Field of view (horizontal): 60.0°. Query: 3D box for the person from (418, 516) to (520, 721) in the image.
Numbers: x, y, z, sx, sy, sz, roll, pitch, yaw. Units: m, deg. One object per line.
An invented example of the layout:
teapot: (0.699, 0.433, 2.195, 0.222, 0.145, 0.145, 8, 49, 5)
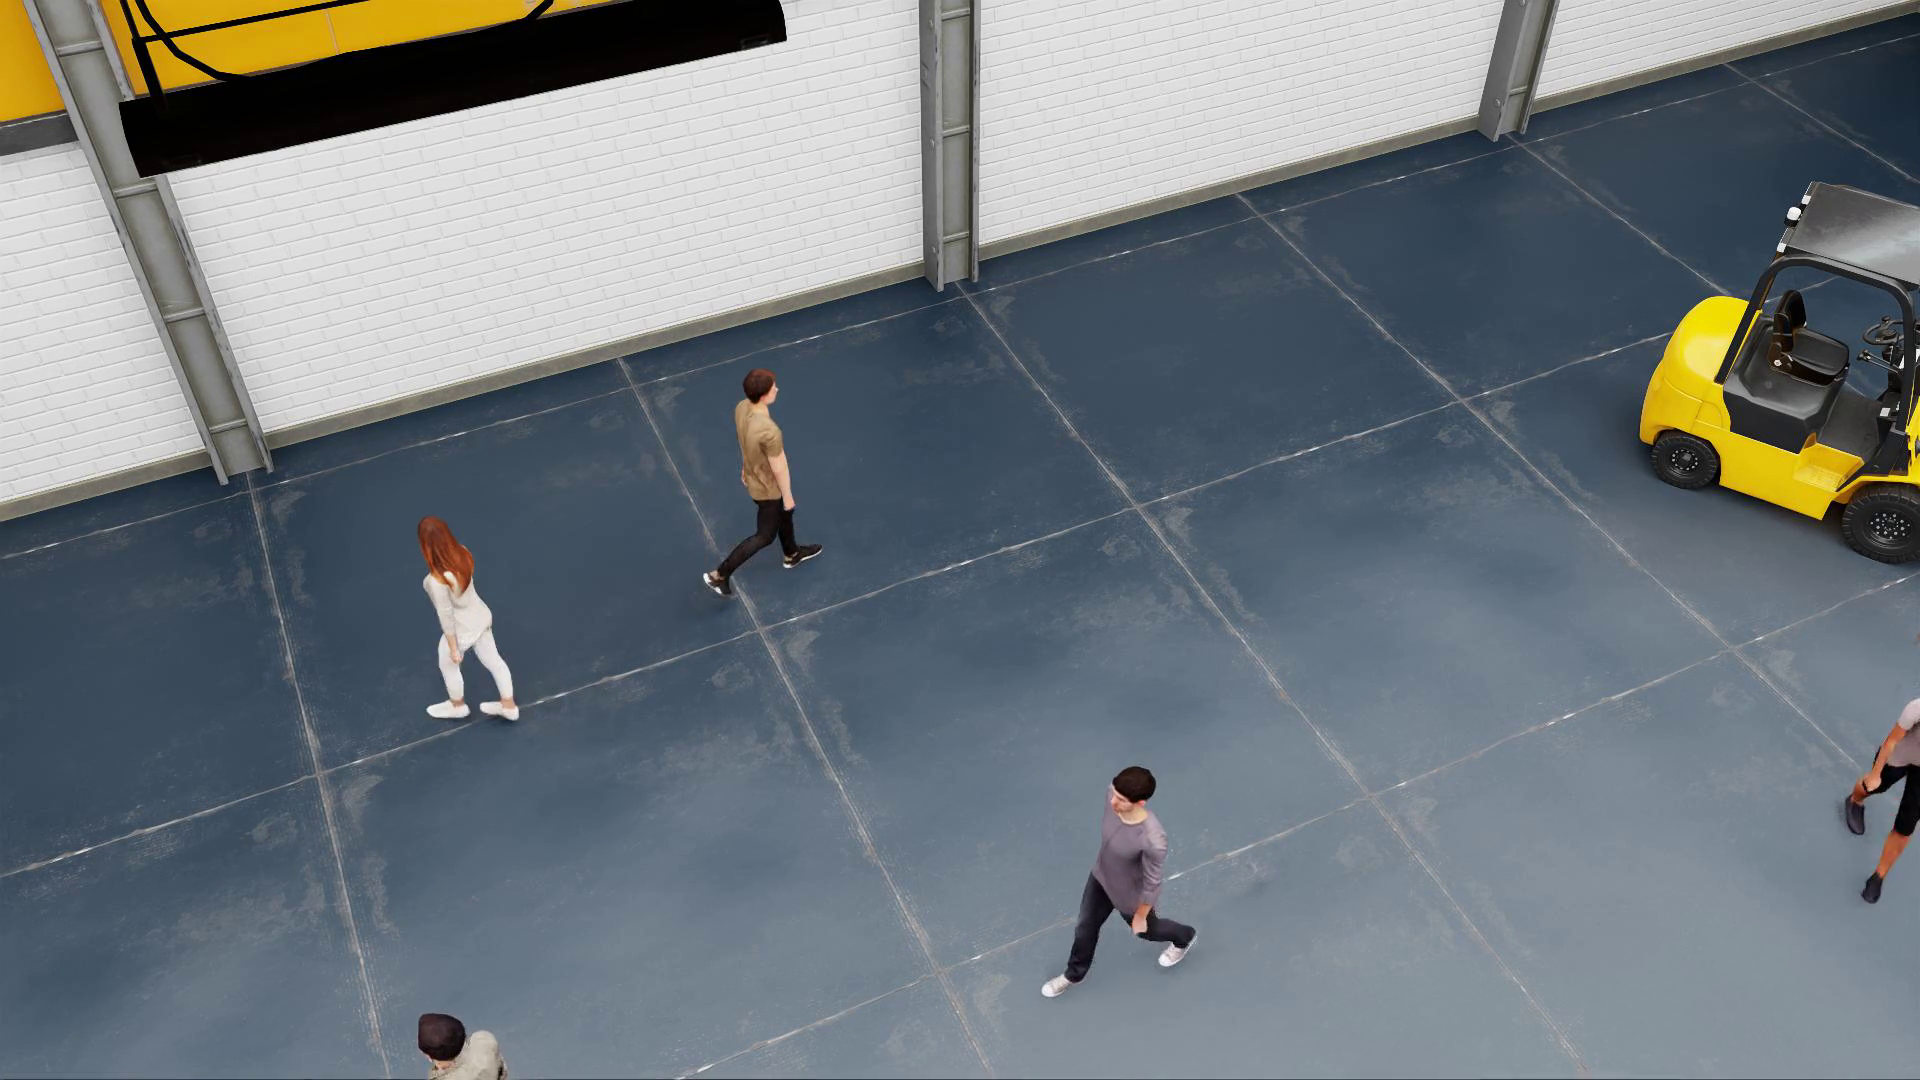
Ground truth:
person: (-3.015, 0.552, 10.423, 0.950, 1.690, 0.873, 10, 45, 10)

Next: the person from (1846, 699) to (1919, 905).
person: (5.540, 1.248, 9.684, 1.093, 1.702, 1.141, 9, 44, 10)

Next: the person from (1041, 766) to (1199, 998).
person: (0.984, 1.825, 8.995, 1.191, 1.816, 0.739, -21, 48, -21)

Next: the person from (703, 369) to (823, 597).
person: (-1.396, -0.343, 11.270, 1.158, 1.817, 0.654, -19, 47, -19)

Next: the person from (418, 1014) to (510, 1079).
person: (-2.199, 2.884, 7.868, 1.204, 1.838, 1.163, 13, 45, 13)
